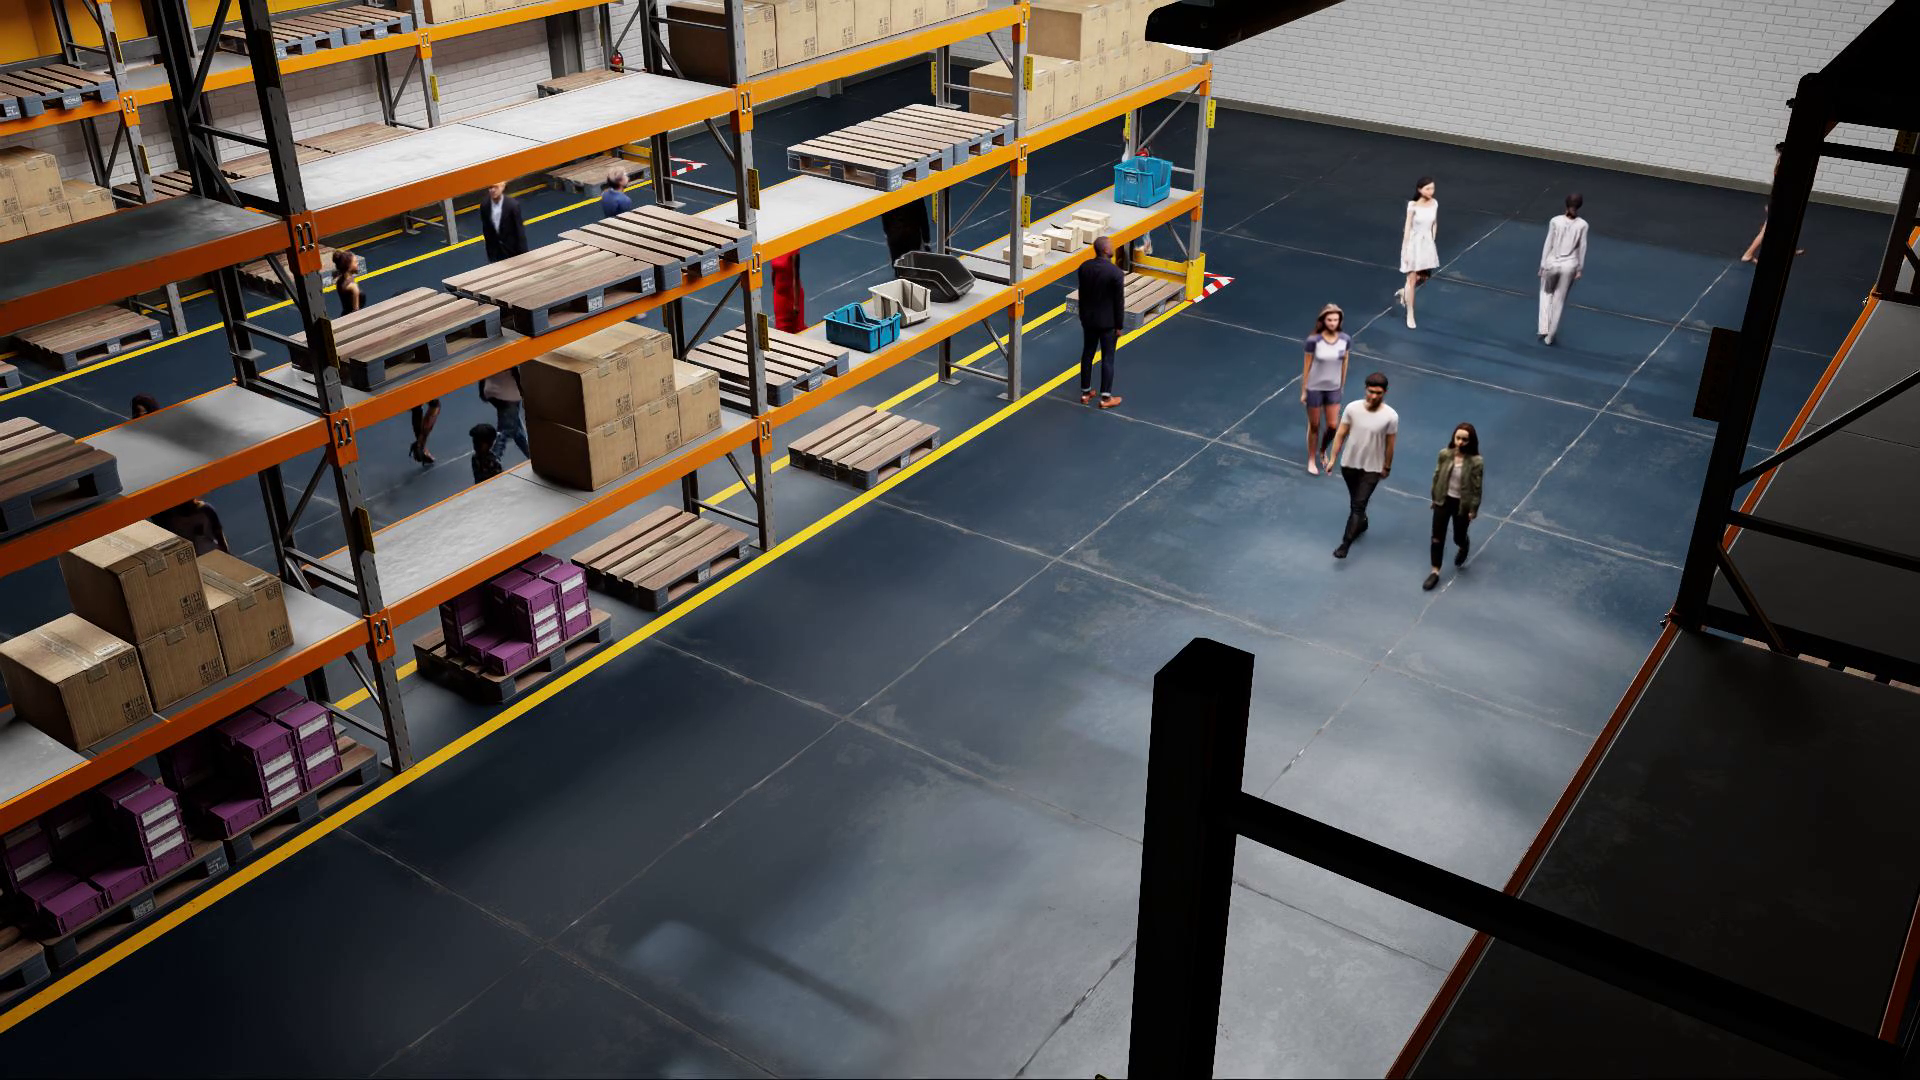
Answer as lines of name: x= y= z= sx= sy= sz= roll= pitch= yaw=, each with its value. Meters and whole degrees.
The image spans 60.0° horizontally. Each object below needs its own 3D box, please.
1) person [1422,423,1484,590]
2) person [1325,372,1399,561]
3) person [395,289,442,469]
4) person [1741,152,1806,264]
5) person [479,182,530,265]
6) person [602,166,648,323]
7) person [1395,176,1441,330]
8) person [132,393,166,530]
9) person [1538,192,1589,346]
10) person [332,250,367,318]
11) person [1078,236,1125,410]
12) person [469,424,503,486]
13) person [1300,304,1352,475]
person: x=4.203 y=-0.318 z=14.056 sx=0.585 sy=1.455 sz=0.869 roll=19 pitch=34 yaw=31
person: x=3.545 y=-0.698 z=14.528 sx=0.629 sy=1.671 sz=1.065 roll=19 pitch=34 yaw=31
person: x=-5.238 y=-1.487 z=15.839 sx=0.744 sy=1.800 sz=0.807 roll=8 pitch=30 yaw=14
person: x=10.364 y=-4.245 z=21.195 sx=0.997 sy=1.514 sz=1.049 roll=0 pitch=29 yaw=1
person: x=-5.250 y=-3.380 z=19.342 sx=1.088 sy=1.768 sz=1.290 roll=1 pitch=29 yaw=2
person: x=-3.977 y=-3.402 z=19.293 sx=0.808 sy=1.854 sz=0.761 roll=-22 pitch=36 yaw=-35
person: x=5.276 y=-3.369 z=19.327 sx=0.905 sy=1.764 sz=0.950 roll=-8 pitch=30 yaw=-15
person: x=-6.672 y=-0.417 z=13.931 sx=0.680 sy=1.748 sz=0.653 roll=9 pitch=30 yaw=15
person: x=6.740 y=-3.020 z=18.692 sx=0.680 sy=1.760 sz=0.689 roll=10 pitch=30 yaw=18
person: x=-6.353 y=-2.164 z=17.246 sx=1.092 sy=1.641 sz=0.761 roll=-22 pitch=35 yaw=-34
person: x=1.448 y=-2.261 z=17.239 sx=0.682 sy=1.817 sz=0.590 roll=20 pitch=35 yaw=32
person: x=-4.047 y=-0.436 z=14.509 sx=0.559 sy=1.228 sz=0.858 roll=14 pitch=32 yaw=24
person: x=3.445 y=-1.462 z=15.879 sx=0.724 sy=1.717 sz=0.767 roll=0 pitch=29 yaw=1
